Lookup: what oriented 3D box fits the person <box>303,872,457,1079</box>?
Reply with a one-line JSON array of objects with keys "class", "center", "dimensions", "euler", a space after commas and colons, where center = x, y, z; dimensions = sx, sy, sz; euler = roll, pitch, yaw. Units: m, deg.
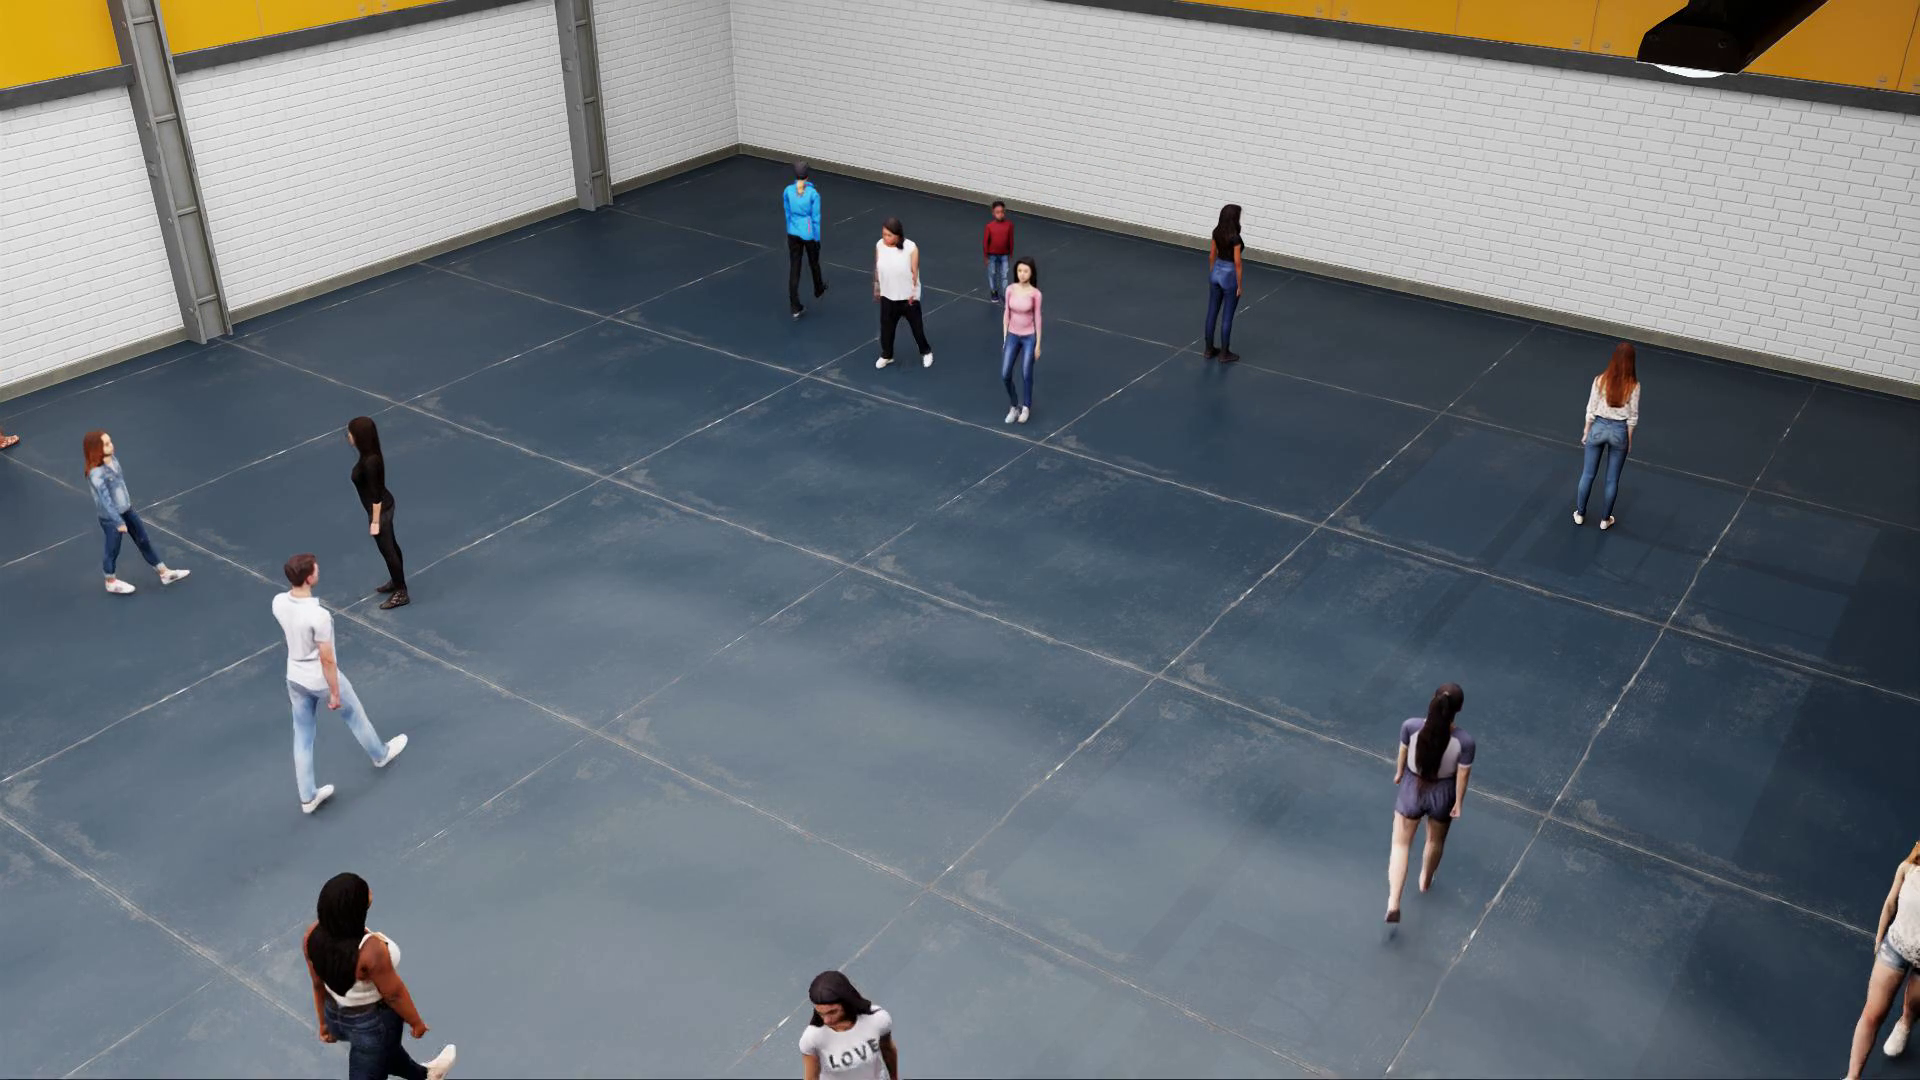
[{"class": "person", "center": [-3.029, 2.487, 8.278], "dimensions": [0.755, 1.755, 1.234], "euler": [15, 32, 25]}]

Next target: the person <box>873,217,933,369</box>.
[{"class": "person", "center": [-0.663, -2.645, 17.763], "dimensions": [0.863, 1.681, 0.762], "euler": [13, 31, 23]}]

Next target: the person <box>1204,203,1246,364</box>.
[{"class": "person", "center": [2.850, -2.783, 17.957], "dimensions": [0.601, 1.738, 0.615], "euler": [-24, 36, -36]}]

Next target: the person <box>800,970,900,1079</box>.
[{"class": "person", "center": [-0.514, 2.659, 7.968], "dimensions": [0.878, 1.749, 0.932], "euler": [-18, 33, -29]}]

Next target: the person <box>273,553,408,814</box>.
[{"class": "person", "center": [-4.318, 0.988, 10.970], "dimensions": [0.818, 1.810, 1.157], "euler": [11, 30, 19]}]

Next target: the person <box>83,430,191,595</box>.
[{"class": "person", "center": [-6.946, -0.207, 13.532], "dimensions": [0.953, 1.453, 0.937], "euler": [-1, 29, -2]}]

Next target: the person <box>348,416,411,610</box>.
[{"class": "person", "center": [-4.668, -0.241, 13.398], "dimensions": [0.678, 1.642, 0.643], "euler": [-8, 30, -15]}]

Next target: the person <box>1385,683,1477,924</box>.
[{"class": "person", "center": [2.799, 1.600, 10.040], "dimensions": [0.730, 1.625, 0.994], "euler": [11, 31, 20]}]

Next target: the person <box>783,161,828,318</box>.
[{"class": "person", "center": [-1.846, -3.429, 19.134], "dimensions": [0.862, 1.745, 1.218], "euler": [9, 30, 16]}]

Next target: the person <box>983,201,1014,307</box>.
[{"class": "person", "center": [0.439, -3.400, 19.612], "dimensions": [0.787, 1.237, 0.862], "euler": [-3, 29, -6]}]

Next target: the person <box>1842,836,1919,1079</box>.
[{"class": "person", "center": [5.107, 2.199, 8.840], "dimensions": [0.705, 1.723, 1.155], "euler": [25, 37, 38]}]

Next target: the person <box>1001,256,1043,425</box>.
[{"class": "person", "center": [0.656, -2.014, 16.554], "dimensions": [0.658, 1.731, 0.690], "euler": [12, 31, 21]}]

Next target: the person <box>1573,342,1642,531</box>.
[{"class": "person", "center": [5.676, -0.918, 14.549], "dimensions": [0.601, 1.728, 0.543], "euler": [14, 32, 24]}]
